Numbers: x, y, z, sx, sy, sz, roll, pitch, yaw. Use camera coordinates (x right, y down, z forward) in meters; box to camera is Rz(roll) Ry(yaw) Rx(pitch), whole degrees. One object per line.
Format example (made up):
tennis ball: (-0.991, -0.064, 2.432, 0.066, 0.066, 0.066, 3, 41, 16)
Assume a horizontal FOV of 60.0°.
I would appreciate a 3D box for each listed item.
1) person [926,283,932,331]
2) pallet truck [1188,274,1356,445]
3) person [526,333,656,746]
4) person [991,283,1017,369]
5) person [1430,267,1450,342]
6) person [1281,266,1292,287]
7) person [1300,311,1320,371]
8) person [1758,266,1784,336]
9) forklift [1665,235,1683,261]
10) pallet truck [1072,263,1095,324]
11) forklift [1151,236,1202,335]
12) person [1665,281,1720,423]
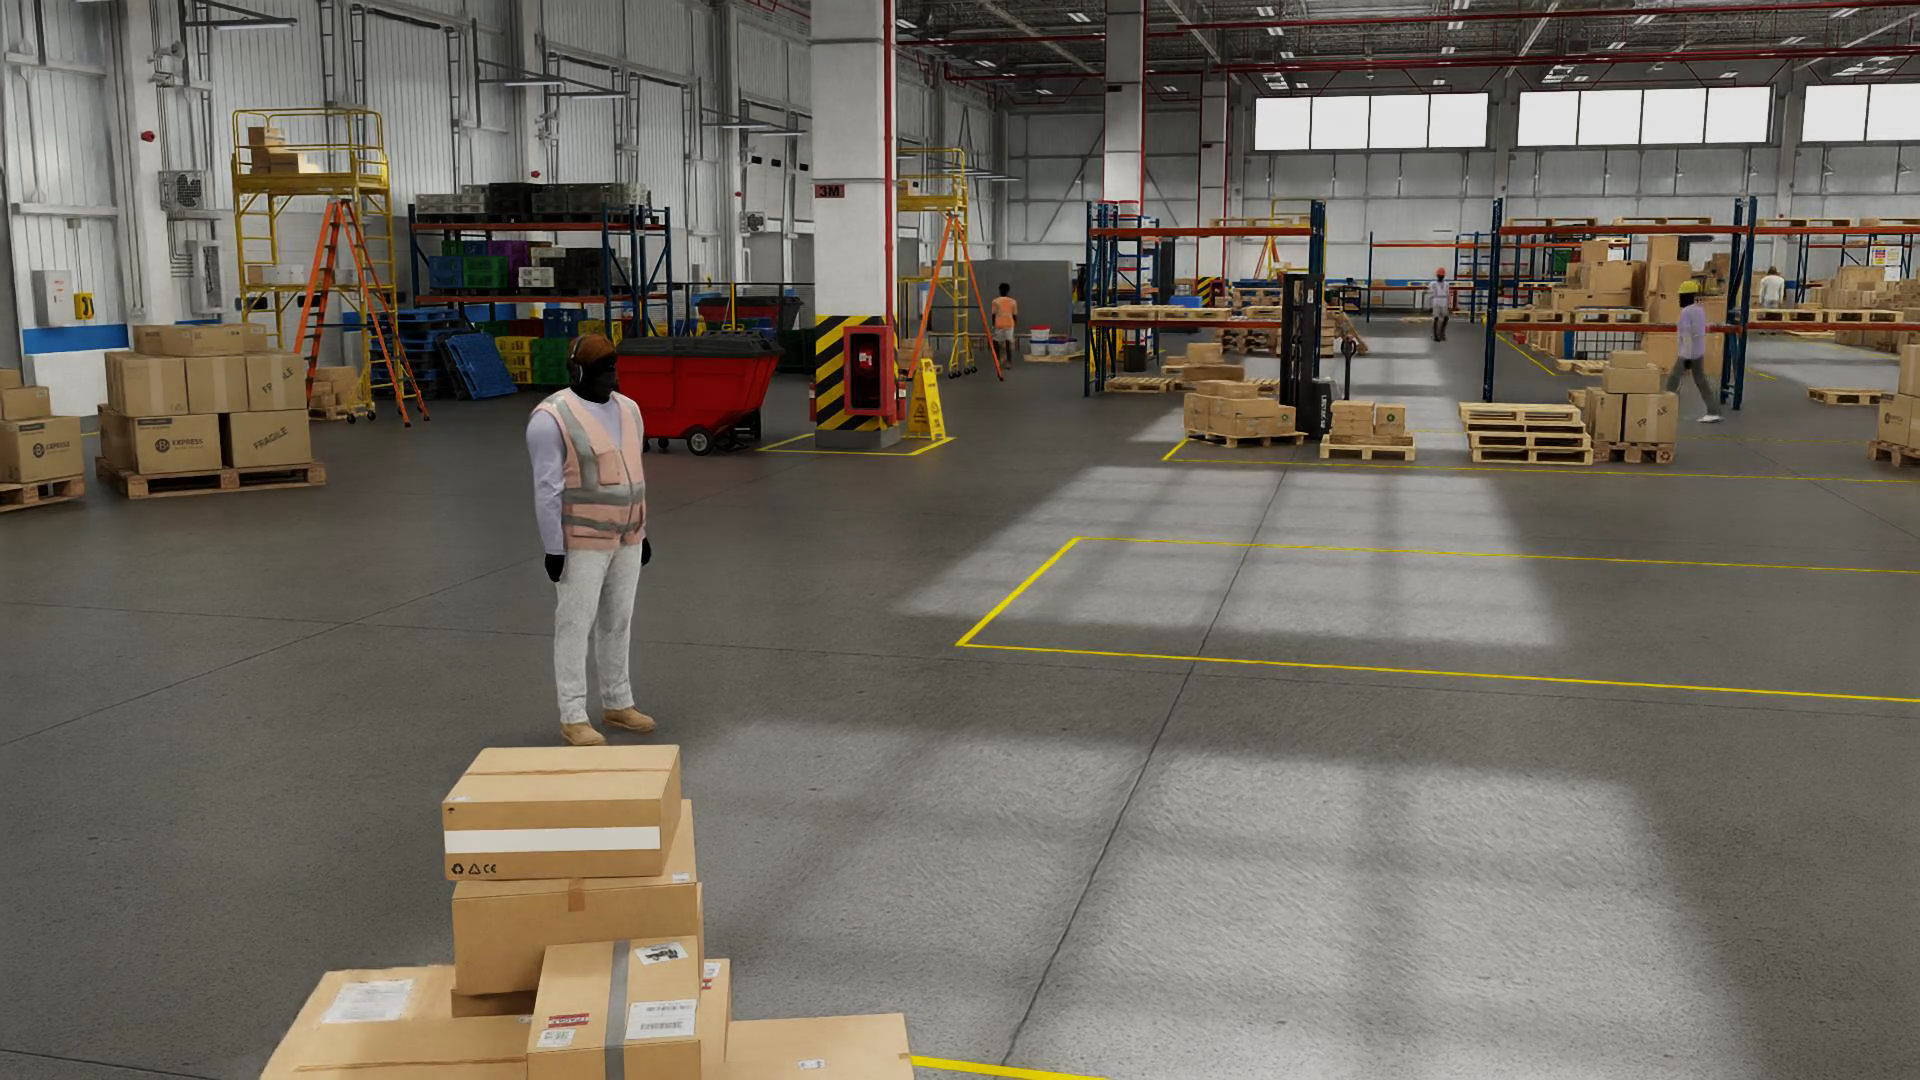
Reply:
person: (-0.792, -7.171, 49.506, 0.441, 1.909, 0.575, -6, 12, -33)
pallet truck: (3.653, -2.138, 19.590, 1.885, 1.965, 0.823, -4, 10, -20)
person: (-1.621, -0.002, 7.472, 0.429, 1.842, 0.636, 6, 11, 33)
person: (0.837, -4.188, 32.608, 0.551, 1.666, 0.695, -4, 10, -20)
person: (12.426, -6.087, 43.074, 0.560, 1.920, 0.453, -1, 10, -8)
person: (12.486, -9.549, 63.432, 0.415, 1.924, 0.644, -4, 10, -22)
person: (6.762, -4.113, 31.982, 0.484, 1.739, 0.319, -8, 13, -40)
person: (22.642, -6.671, 46.454, 0.636, 1.937, 0.358, 1, 10, 7)
forklift: (20.994, -7.589, 49.086, 1.873, 2.768, 1.129, 5, 11, 29)
pallet truck: (4.325, -8.180, 55.162, 0.823, 1.965, 1.885, 6, 11, 31)
forklift: (5.868, -7.214, 46.879, 1.873, 2.768, 1.129, 2, 10, 14)
person: (9.660, -2.491, 22.049, 0.610, 1.870, 1.009, -9, 13, -42)
